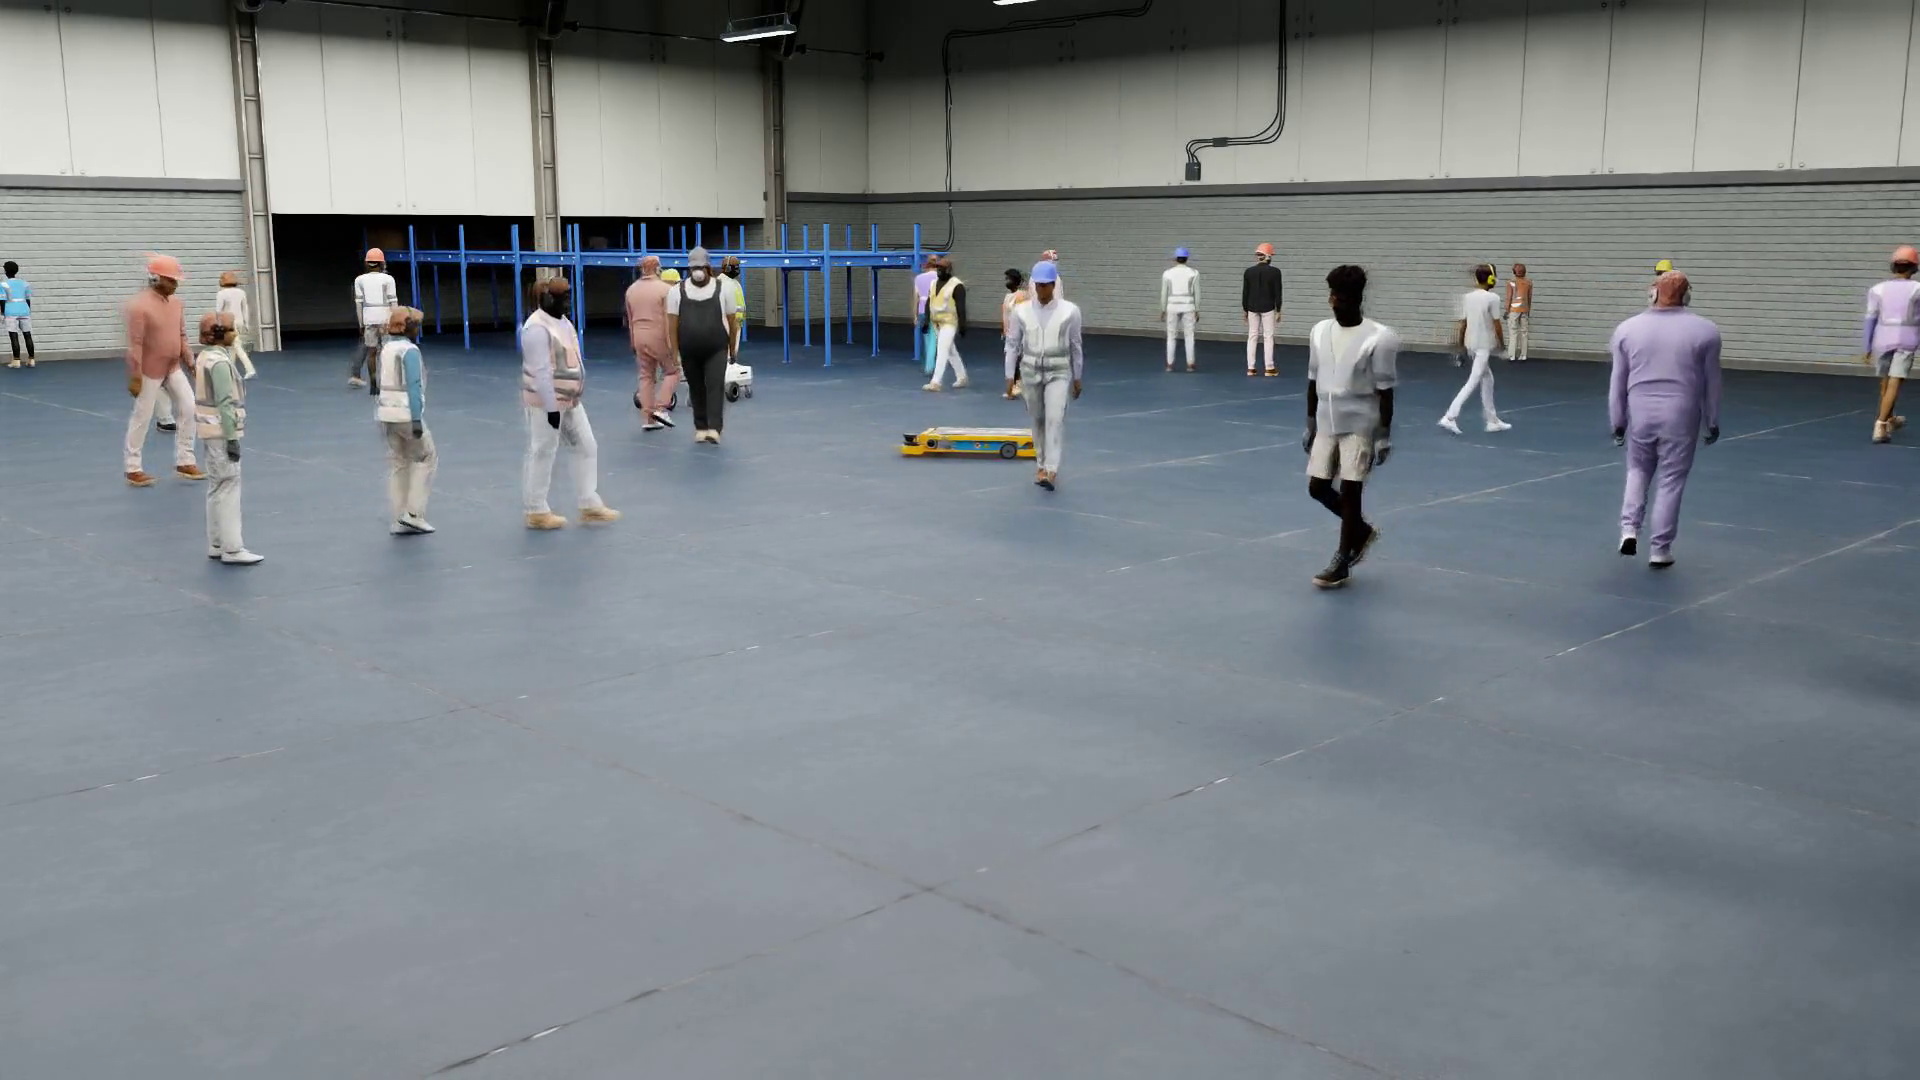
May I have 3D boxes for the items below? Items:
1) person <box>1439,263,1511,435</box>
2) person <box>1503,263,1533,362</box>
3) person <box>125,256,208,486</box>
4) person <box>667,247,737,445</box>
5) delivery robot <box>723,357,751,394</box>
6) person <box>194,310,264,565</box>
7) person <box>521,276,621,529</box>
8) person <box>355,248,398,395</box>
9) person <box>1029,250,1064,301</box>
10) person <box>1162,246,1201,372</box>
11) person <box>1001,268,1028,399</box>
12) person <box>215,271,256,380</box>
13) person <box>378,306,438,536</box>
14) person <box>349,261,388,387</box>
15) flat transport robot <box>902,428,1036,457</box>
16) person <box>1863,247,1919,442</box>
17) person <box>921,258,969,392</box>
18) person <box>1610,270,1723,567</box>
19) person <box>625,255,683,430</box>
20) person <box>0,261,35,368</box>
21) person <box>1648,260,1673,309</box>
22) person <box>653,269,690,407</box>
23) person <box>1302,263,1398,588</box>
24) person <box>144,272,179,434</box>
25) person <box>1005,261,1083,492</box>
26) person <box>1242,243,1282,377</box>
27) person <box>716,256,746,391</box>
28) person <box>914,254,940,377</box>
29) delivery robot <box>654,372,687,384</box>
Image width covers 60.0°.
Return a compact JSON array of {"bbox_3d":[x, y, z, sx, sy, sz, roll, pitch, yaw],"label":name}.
[{"bbox_3d":[5.550,-2.052,17.836,0.996,1.823,0.509,-4,11,-20],"label":"person"},{"bbox_3d":[9.377,-3.824,27.971,0.514,1.642,0.314,-3,11,-17],"label":"person"},{"bbox_3d":[-6.784,-1.435,14.163,0.814,1.932,0.635,3,11,14],"label":"person"},{"bbox_3d":[-2.613,-1.953,16.792,0.688,2.000,1.016,0,10,-1],"label":"person"},{"bbox_3d":[-3.013,-2.137,21.597,0.477,0.478,0.707,5,11,24],"label":"delivery robot"},{"bbox_3d":[-4.775,-0.665,10.767,0.309,1.636,0.520,-8,13,-36],"label":"person"},{"bbox_3d":[-2.814,-0.989,12.030,0.771,1.813,0.647,2,11,10],"label":"person"},{"bbox_3d":[-7.771,-2.922,22.236,0.542,1.939,0.366,0,10,-2],"label":"person"},{"bbox_3d":[1.237,-3.057,23.065,0.408,1.909,0.638,-7,12,-33],"label":"person"},{"bbox_3d":[3.455,-3.602,25.929,0.614,1.943,0.410,3,11,14],"label":"person"},{"bbox_3d":[0.678,-2.665,21.527,0.381,1.680,0.551,-4,11,-18],"label":"person"},{"bbox_3d":[-10.700,-3.168,24.515,0.832,1.597,0.510,5,11,24],"label":"person"},{"bbox_3d":[-3.926,-0.843,11.796,0.376,1.617,0.538,-10,14,-44],"label":"person"},{"bbox_3d":[-8.203,-3.044,23.338,0.522,1.798,1.000,6,12,31],"label":"person"},{"bbox_3d":[0.193,-0.962,16.222,1.431,0.197,0.652,2,10,8],"label":"flat transport robot"},{"bbox_3d":[9.762,-2.031,17.266,1.071,1.982,0.625,-9,14,-40],"label":"person"},{"bbox_3d":[-0.178,-2.971,22.915,0.945,1.802,0.628,-8,13,-39],"label":"person"},{"bbox_3d":[4.530,-0.777,10.679,0.643,1.885,0.445,8,13,36],"label":"person"},{"bbox_3d":[-3.320,-2.148,18.139,0.679,1.889,0.437,6,12,28],"label":"person"},{"bbox_3d":[-15.103,-3.602,26.607,0.322,1.697,0.533,6,12,29],"label":"person"},{"bbox_3d":[10.155,-3.180,24.148,0.517,1.757,0.336,-9,13,-39],"label":"person"},{"bbox_3d":[-3.590,-2.496,20.583,0.873,1.703,0.491,2,11,11],"label":"person"},{"bbox_3d":[2.372,-0.697,10.075,0.564,1.947,0.640,-9,14,-40],"label":"person"},{"bbox_3d":[-8.577,-2.073,17.927,0.403,1.824,0.586,-6,12,-29],"label":"person"},{"bbox_3d":[0.688,-1.370,13.909,0.636,1.888,1.006,3,11,13],"label":"person"},{"bbox_3d":[4.568,-3.478,25.127,0.612,1.991,0.392,6,12,31],"label":"person"},{"bbox_3d":[-3.096,-2.905,22.453,0.430,1.836,0.619,3,11,14],"label":"person"},{"bbox_3d":[-0.372,-3.395,25.152,0.566,1.808,0.904,5,11,24],"label":"person"},{"bbox_3d":[-3.605,-2.059,20.459,0.335,0.223,0.698,6,12,32],"label":"delivery robot"}]
